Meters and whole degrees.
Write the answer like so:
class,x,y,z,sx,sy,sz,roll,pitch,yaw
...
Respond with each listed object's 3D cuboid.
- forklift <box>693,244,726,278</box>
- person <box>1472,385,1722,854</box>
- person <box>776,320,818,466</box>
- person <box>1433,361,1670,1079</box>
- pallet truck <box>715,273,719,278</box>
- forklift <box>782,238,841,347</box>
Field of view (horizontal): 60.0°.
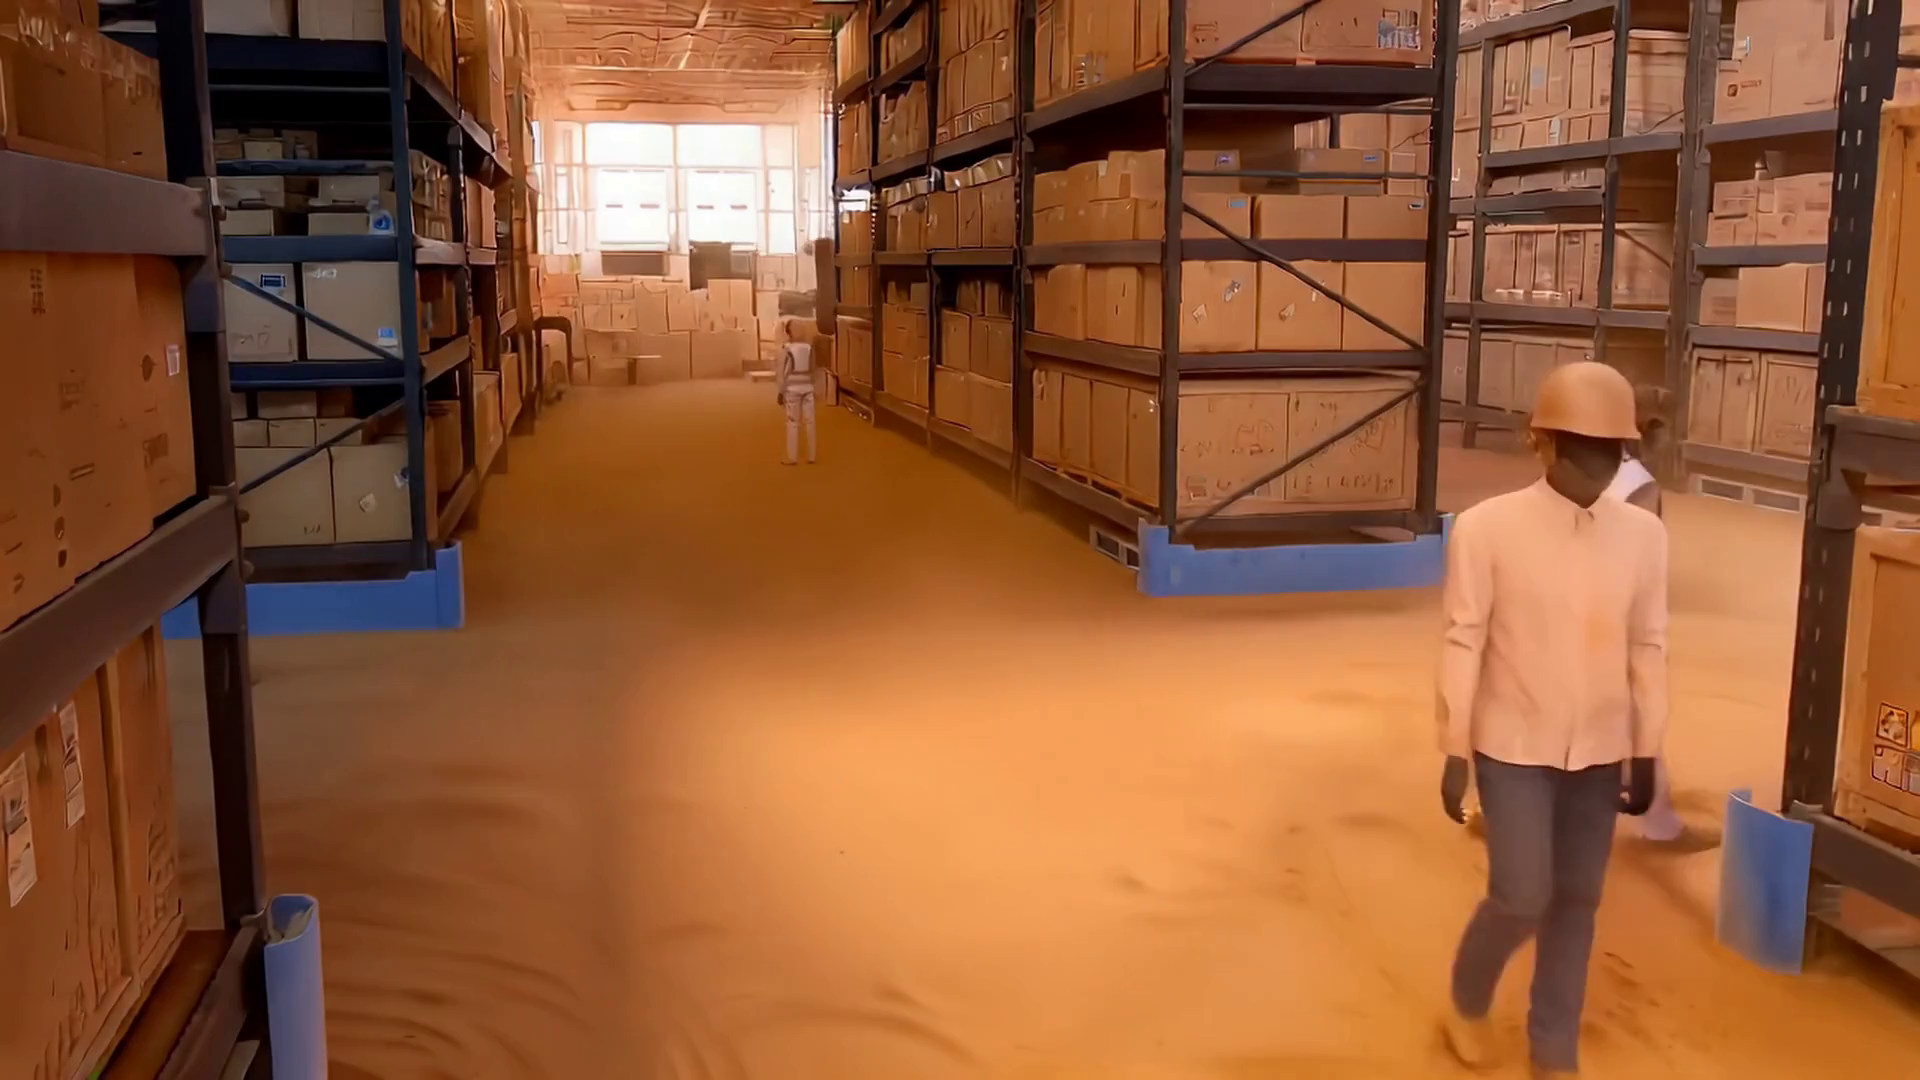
class,x,y,z,sx,sy,sz,roll,pitch,yaw
forklift,-6.757,-6.590,44.989,1.129,2.768,1.873,-2,10,-12
person,2.406,0.313,6.255,0.914,1.790,0.604,-1,9,-7
person,-1.815,-1.637,18.617,0.511,1.630,0.317,-7,12,-38
person,1.539,0.531,4.305,0.639,1.983,0.441,-2,10,-12
pallet truck,-8.580,-8.986,62.280,1.885,1.965,0.823,1,9,5
forklift,-2.810,-5.090,35.851,1.873,2.768,1.129,4,10,21
